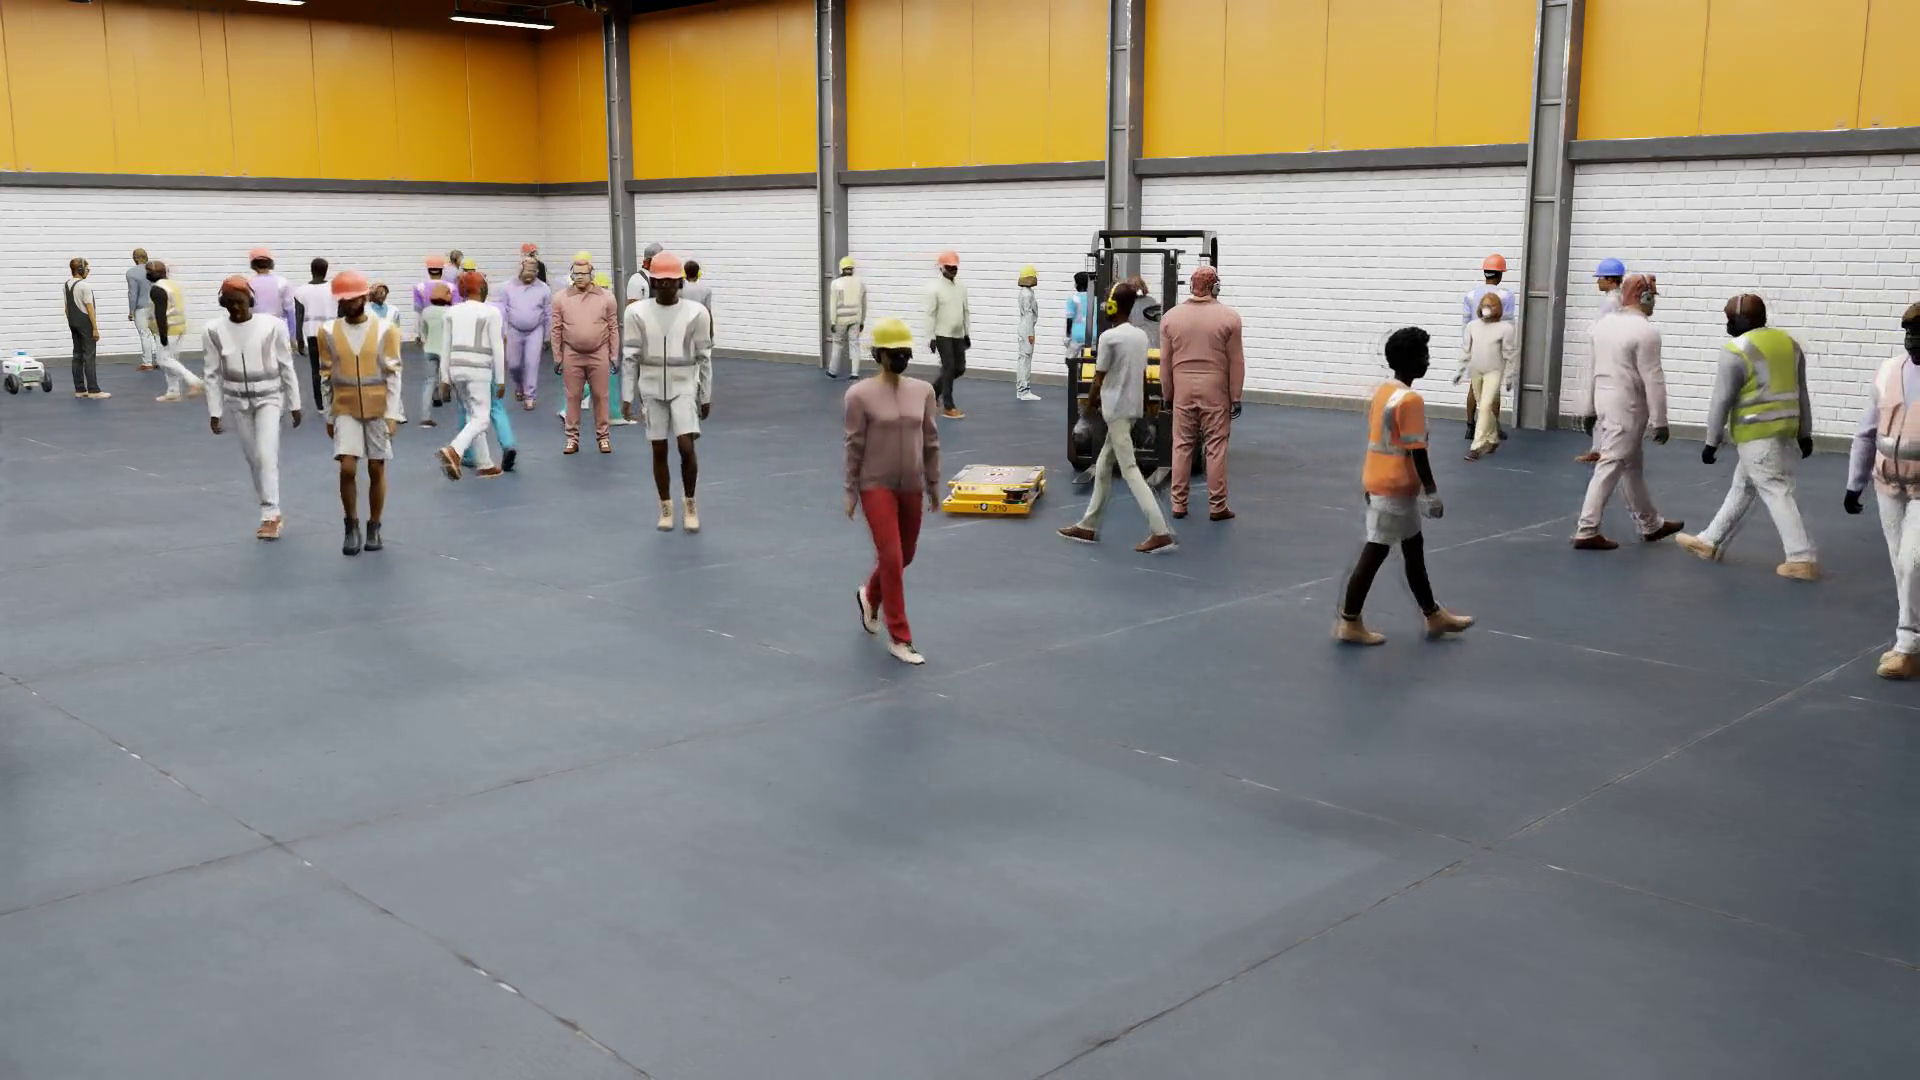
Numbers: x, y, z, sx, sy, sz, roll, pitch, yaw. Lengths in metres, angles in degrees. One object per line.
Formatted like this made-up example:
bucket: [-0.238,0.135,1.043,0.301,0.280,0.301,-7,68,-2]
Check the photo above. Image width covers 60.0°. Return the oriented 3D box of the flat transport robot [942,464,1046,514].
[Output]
flat transport robot: [0.292,-0.419,13.261,0.652,0.197,1.431,2,11,9]

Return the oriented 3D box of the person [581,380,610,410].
person: [-4.527,-2.407,20.361,0.515,1.640,0.315,-4,11,-20]

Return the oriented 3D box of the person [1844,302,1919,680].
person: [4.607,-0.244,8.083,0.698,1.816,0.654,-5,11,-24]

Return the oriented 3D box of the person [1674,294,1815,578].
person: [5.050,-0.666,10.554,0.630,1.758,1.040,-6,12,-30]

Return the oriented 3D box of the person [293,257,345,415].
person: [-7.563,-2.403,19.700,0.584,1.884,0.845,-2,11,-13]

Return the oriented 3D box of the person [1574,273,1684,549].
person: [4.632,-0.861,11.284,0.946,1.865,0.678,-1,10,-7]

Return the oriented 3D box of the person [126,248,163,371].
person: [-12.800,-3.617,26.161,0.373,1.935,0.628,5,12,26]

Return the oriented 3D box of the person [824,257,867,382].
person: [-1.682,-3.212,24.301,0.622,1.800,0.751,-6,12,-29]

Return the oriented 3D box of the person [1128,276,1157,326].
person: [2.328,-2.550,21.237,0.564,1.604,0.534,-3,11,-15]

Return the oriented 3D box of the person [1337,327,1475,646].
person: [2.350,-0.260,8.588,0.819,1.658,0.548,1,10,4]

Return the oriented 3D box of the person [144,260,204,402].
person: [-10.048,-2.651,21.210,0.574,1.820,0.662,-2,11,-10]

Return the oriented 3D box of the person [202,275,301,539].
person: [-4.993,-0.925,11.699,0.593,1.848,0.796,-1,10,-6]

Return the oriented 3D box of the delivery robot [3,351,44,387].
delivery robot: [-12.755,-2.330,22.648,0.477,0.478,0.707,-10,14,-43]

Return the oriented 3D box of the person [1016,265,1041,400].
person: [0.892,-2.699,21.669,0.290,1.746,0.486,-1,10,-7]

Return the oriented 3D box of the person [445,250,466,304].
person: [-8.627,-4.026,28.540,1.017,1.891,0.652,-3,11,-13]

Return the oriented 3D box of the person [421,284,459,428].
person: [-5.774,-2.069,18.657,0.515,1.586,0.857,4,11,23]

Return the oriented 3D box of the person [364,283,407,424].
person: [-6.641,-2.142,19.038,0.526,1.599,0.870,-9,14,-40]

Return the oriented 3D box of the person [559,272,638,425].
person: [-4.059,-2.105,18.462,0.864,1.733,0.518,-5,11,-23]

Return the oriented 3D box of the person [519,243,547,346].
person: [-8.115,-4.654,31.752,0.388,1.972,0.726,7,13,35]

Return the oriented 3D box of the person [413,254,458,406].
person: [-6.586,-2.640,20.949,0.557,1.899,0.971,-3,11,-14]

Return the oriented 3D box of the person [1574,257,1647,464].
person: [6.020,-1.624,15.297,0.555,1.927,0.629,7,12,32]

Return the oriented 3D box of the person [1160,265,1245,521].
person: [1.824,-1.096,12.486,0.645,1.908,0.408,4,11,23]

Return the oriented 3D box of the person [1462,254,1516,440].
person: [5.526,-2.008,17.376,0.552,1.935,0.369,8,13,37]

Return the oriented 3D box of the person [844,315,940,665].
person: [-0.373,-0.285,8.526,0.527,1.742,0.779,-6,12,-32]

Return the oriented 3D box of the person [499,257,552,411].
person: [-5.356,-2.543,20.478,0.701,1.873,0.690,-3,11,-14]

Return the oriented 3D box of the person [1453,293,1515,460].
person: [5.067,-1.581,16.010,0.868,1.590,0.502,-9,14,-41]

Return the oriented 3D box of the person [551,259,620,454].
person: [-3.662,-1.790,16.274,0.654,1.904,0.407,-2,11,-11]

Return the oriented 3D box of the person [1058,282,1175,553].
person: [1.077,-0.829,11.285,0.968,1.828,0.538,7,13,34]

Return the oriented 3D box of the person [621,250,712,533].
person: [-2.095,-1.038,11.874,0.635,2.021,0.659,-1,10,-3]

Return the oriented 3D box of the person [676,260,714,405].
person: [-3.342,-2.571,20.749,0.529,1.840,0.690,0,10,-2]

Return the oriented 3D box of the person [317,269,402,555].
person: [-3.998,-0.847,11.125,0.535,1.907,0.591,-3,11,-14]

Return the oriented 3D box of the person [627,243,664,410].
person: [-3.681,-2.601,20.326,0.539,2.000,0.689,8,13,37]

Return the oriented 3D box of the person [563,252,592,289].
person: [-5.326,-3.156,23.762,0.636,1.888,0.903,-7,12,-33]

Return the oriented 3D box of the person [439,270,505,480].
person: [-4.258,-1.399,14.347,0.598,1.844,0.865,4,11,19]

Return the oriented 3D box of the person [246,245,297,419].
person: [-7.931,-2.344,19.003,0.611,2.005,0.898,-6,12,-30]

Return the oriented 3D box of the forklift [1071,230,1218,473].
forklift: [1.804,-1.825,15.677,1.214,2.155,2.313,2,11,13]

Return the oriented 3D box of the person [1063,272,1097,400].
person: [1.589,-2.589,21.276,0.539,1.670,0.424,-6,12,-31]

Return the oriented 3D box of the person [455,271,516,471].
person: [-4.349,-1.533,15.130,0.574,1.816,0.847,-8,13,-36]

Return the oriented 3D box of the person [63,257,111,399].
person: [-11.433,-2.754,21.703,0.507,1.843,0.346,5,12,26]

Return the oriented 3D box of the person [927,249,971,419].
person: [-0.180,-2.426,19.559,0.678,1.972,0.627,10,14,43]

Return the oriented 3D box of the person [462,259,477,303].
person: [-8.681,-4.066,29.189,0.778,1.727,0.562,4,11,21]
